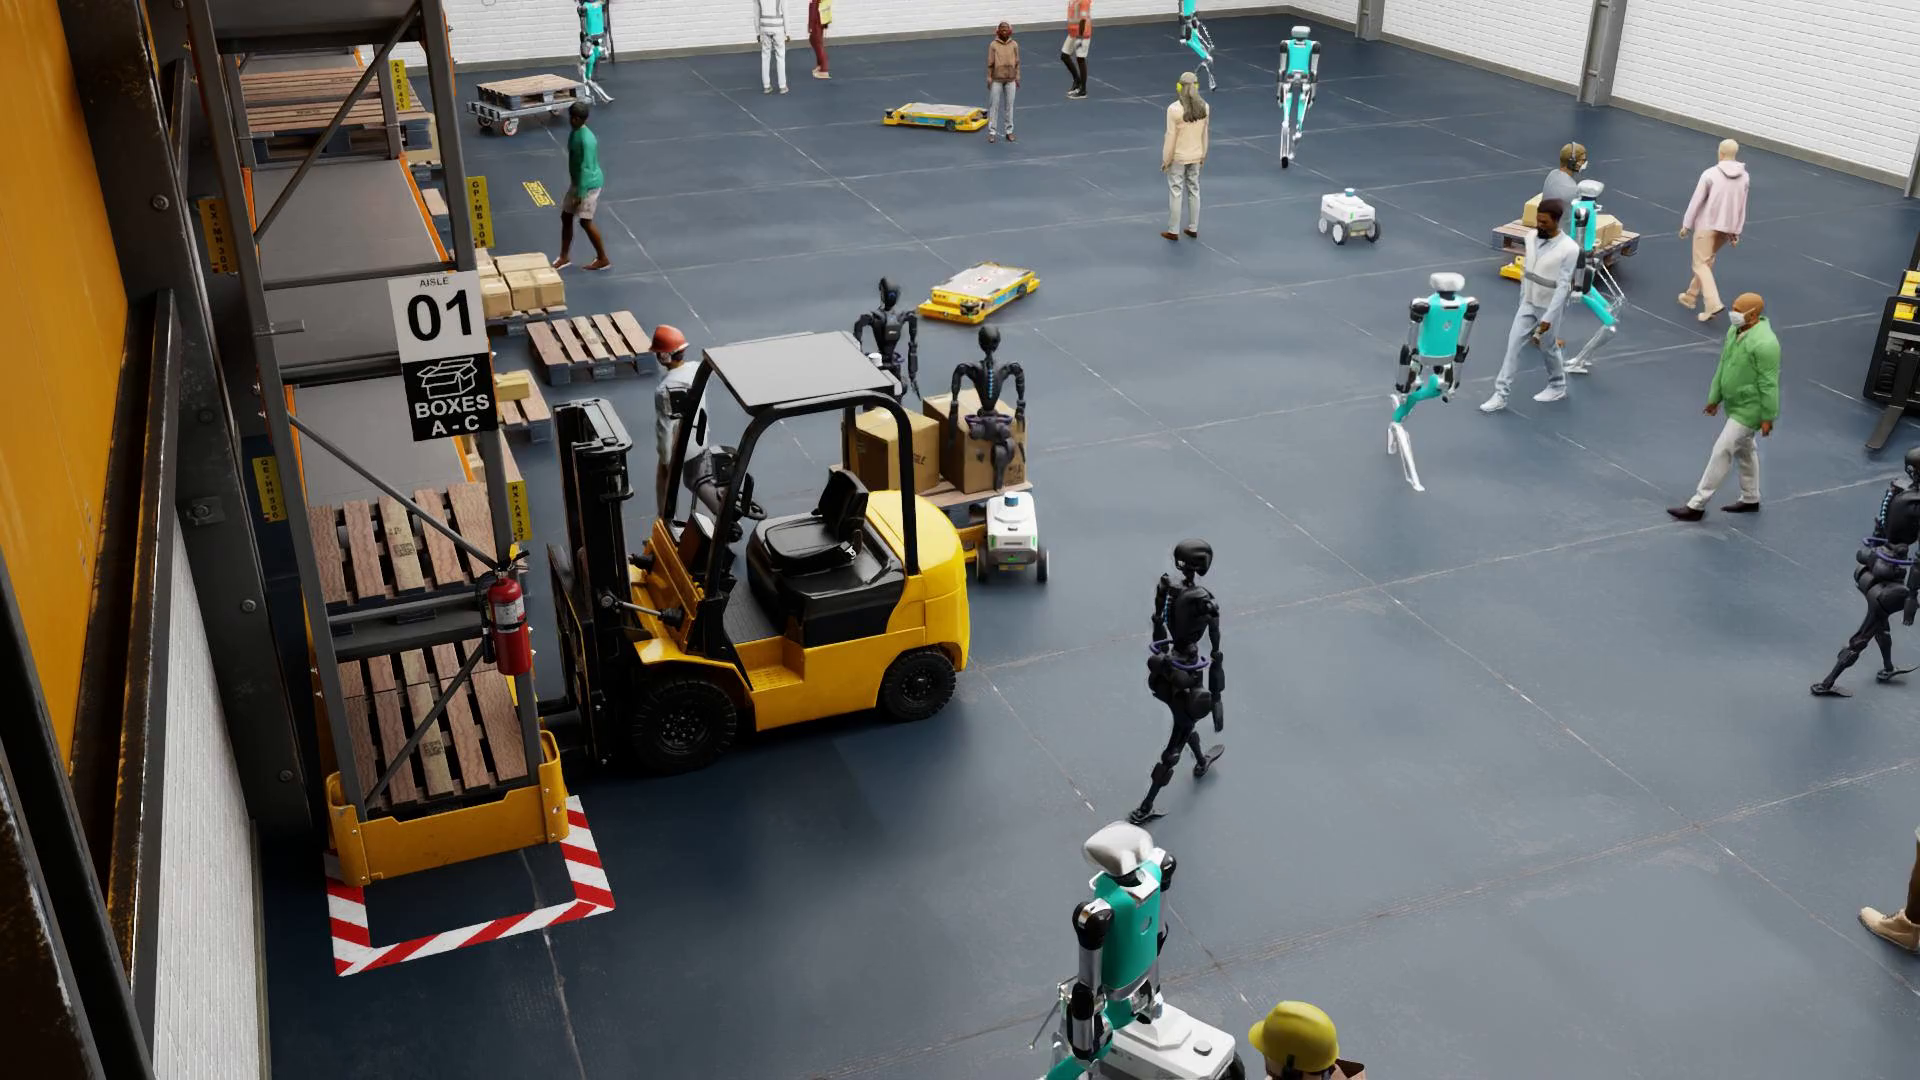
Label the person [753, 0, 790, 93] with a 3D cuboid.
[{"bbox_3d":[-2.936,-7.952,26.022,0.566,1.878,0.355,6,27,11],"label":"person"}]

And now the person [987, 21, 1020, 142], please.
[{"bbox_3d":[0.600,-6.380,23.134,0.471,1.650,0.309,-4,27,-9],"label":"person"}]

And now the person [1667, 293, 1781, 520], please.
[{"bbox_3d":[5.701,-0.977,12.288,0.868,1.737,0.555,-1,27,-2],"label":"person"}]

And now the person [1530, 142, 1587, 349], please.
[{"bbox_3d":[5.614,-2.776,15.653,0.369,1.939,0.632,1,27,1],"label":"person"}]

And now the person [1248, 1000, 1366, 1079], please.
[{"bbox_3d":[1.120,2.308,5.618,0.410,1.864,0.822,5,27,10],"label":"person"}]

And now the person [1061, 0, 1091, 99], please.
[{"bbox_3d":[1.797,-7.794,25.627,0.433,1.942,0.623,-11,29,-21],"label":"person"}]

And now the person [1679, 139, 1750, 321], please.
[{"bbox_3d":[7.469,-3.044,16.407,0.546,1.747,0.863,-3,27,-6],"label":"person"}]

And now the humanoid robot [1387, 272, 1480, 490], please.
[{"bbox_3d":[3.554,-1.344,13.045,0.549,1.762,0.965,-5,27,-9],"label":"humanoid robot"}]

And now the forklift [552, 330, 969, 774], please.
[{"bbox_3d":[-1.094,0.010,9.831,2.313,2.155,1.214,-10,28,-20],"label":"forklift"}]

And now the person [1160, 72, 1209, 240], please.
[{"bbox_3d":[2.551,-4.324,18.806,0.567,1.872,0.389,-11,29,-21],"label":"person"}]

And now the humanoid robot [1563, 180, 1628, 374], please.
[{"bbox_3d":[5.750,-2.347,14.943,0.699,1.725,0.540,12,29,22],"label":"humanoid robot"}]

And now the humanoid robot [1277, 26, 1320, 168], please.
[{"bbox_3d":[4.408,-5.787,21.887,0.536,1.763,0.977,6,27,11],"label":"humanoid robot"}]

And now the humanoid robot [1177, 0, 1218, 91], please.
[{"bbox_3d":[3.848,-7.955,26.237,0.917,1.812,0.575,15,30,28],"label":"humanoid robot"}]

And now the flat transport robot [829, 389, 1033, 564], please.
[{"bbox_3d":[-0.237,-0.187,12.360,0.659,0.231,1.431,-13,29,-23],"label":"flat transport robot"}]

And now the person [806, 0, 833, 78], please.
[{"bbox_3d":[-2.346,-8.423,27.092,0.522,1.750,0.495,9,28,17],"label":"person"}]

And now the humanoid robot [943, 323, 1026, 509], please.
[{"bbox_3d":[0.175,-0.727,11.875,0.603,1.631,0.511,-3,27,-6],"label":"humanoid robot"}]

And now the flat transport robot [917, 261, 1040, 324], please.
[{"bbox_3d":[0.208,-2.544,17.047,0.659,0.231,1.431,15,30,26],"label":"flat transport robot"}]

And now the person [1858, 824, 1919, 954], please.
[{"bbox_3d":[4.816,1.192,7.675,0.615,2.018,0.809,-12,29,-23],"label":"person"}]

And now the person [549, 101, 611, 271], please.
[{"bbox_3d":[-4.142,-3.743,17.695,0.699,1.817,0.565,-15,30,-27],"label":"person"}]

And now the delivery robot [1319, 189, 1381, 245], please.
[{"bbox_3d":[4.446,-3.714,19.063,0.499,0.601,0.805,-8,28,-16],"label":"delivery robot"}]

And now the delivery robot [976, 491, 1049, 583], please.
[{"bbox_3d":[0.361,-0.037,11.760,0.499,0.610,0.808,0,27,-1],"label":"delivery robot"}]

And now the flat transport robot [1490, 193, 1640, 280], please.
[{"bbox_3d":[6.511,-3.027,18.009,1.431,0.231,0.659,-23,35,-38],"label":"flat transport robot"}]

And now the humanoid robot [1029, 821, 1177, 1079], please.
[{"bbox_3d":[0.486,1.878,6.709,0.652,1.885,0.550,22,34,37],"label":"humanoid robot"}]

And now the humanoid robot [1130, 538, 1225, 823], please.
[{"bbox_3d":[1.242,0.729,9.020,0.806,1.617,0.606,-16,31,-28],"label":"humanoid robot"}]

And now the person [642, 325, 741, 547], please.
[{"bbox_3d":[-1.958,-0.693,11.732,0.689,1.725,0.584,13,29,24],"label":"person"}]

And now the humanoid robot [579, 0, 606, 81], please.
[{"bbox_3d":[-5.976,-8.241,26.815,0.423,1.649,0.602,-12,29,-22],"label":"humanoid robot"}]

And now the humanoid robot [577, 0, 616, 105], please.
[{"bbox_3d":[-5.626,-7.408,25.089,1.020,1.736,0.558,17,31,30],"label":"humanoid robot"}]

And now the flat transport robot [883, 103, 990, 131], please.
[{"bbox_3d":[-0.336,-6.177,24.273,1.431,0.231,0.659,9,28,18],"label":"flat transport robot"}]

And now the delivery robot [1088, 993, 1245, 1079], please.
[{"bbox_3d":[0.854,2.239,7.237,0.785,0.614,0.525,18,32,31],"label":"delivery robot"}]

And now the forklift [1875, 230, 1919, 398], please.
[{"bbox_3d":[9.029,-2.397,14.618,1.214,2.155,2.313,18,32,32],"label":"forklift"}]

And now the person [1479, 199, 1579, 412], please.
[{"bbox_3d":[4.979,-2.008,14.211,0.894,1.869,0.598,-15,30,-27],"label":"person"}]

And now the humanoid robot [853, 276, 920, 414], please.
[{"bbox_3d":[-0.608,-1.258,12.938,0.611,1.639,0.306,-12,29,-23],"label":"humanoid robot"}]

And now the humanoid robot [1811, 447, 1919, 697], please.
[{"bbox_3d":[5.663,0.202,10.042,0.713,1.630,0.590,0,27,1],"label":"humanoid robot"}]
